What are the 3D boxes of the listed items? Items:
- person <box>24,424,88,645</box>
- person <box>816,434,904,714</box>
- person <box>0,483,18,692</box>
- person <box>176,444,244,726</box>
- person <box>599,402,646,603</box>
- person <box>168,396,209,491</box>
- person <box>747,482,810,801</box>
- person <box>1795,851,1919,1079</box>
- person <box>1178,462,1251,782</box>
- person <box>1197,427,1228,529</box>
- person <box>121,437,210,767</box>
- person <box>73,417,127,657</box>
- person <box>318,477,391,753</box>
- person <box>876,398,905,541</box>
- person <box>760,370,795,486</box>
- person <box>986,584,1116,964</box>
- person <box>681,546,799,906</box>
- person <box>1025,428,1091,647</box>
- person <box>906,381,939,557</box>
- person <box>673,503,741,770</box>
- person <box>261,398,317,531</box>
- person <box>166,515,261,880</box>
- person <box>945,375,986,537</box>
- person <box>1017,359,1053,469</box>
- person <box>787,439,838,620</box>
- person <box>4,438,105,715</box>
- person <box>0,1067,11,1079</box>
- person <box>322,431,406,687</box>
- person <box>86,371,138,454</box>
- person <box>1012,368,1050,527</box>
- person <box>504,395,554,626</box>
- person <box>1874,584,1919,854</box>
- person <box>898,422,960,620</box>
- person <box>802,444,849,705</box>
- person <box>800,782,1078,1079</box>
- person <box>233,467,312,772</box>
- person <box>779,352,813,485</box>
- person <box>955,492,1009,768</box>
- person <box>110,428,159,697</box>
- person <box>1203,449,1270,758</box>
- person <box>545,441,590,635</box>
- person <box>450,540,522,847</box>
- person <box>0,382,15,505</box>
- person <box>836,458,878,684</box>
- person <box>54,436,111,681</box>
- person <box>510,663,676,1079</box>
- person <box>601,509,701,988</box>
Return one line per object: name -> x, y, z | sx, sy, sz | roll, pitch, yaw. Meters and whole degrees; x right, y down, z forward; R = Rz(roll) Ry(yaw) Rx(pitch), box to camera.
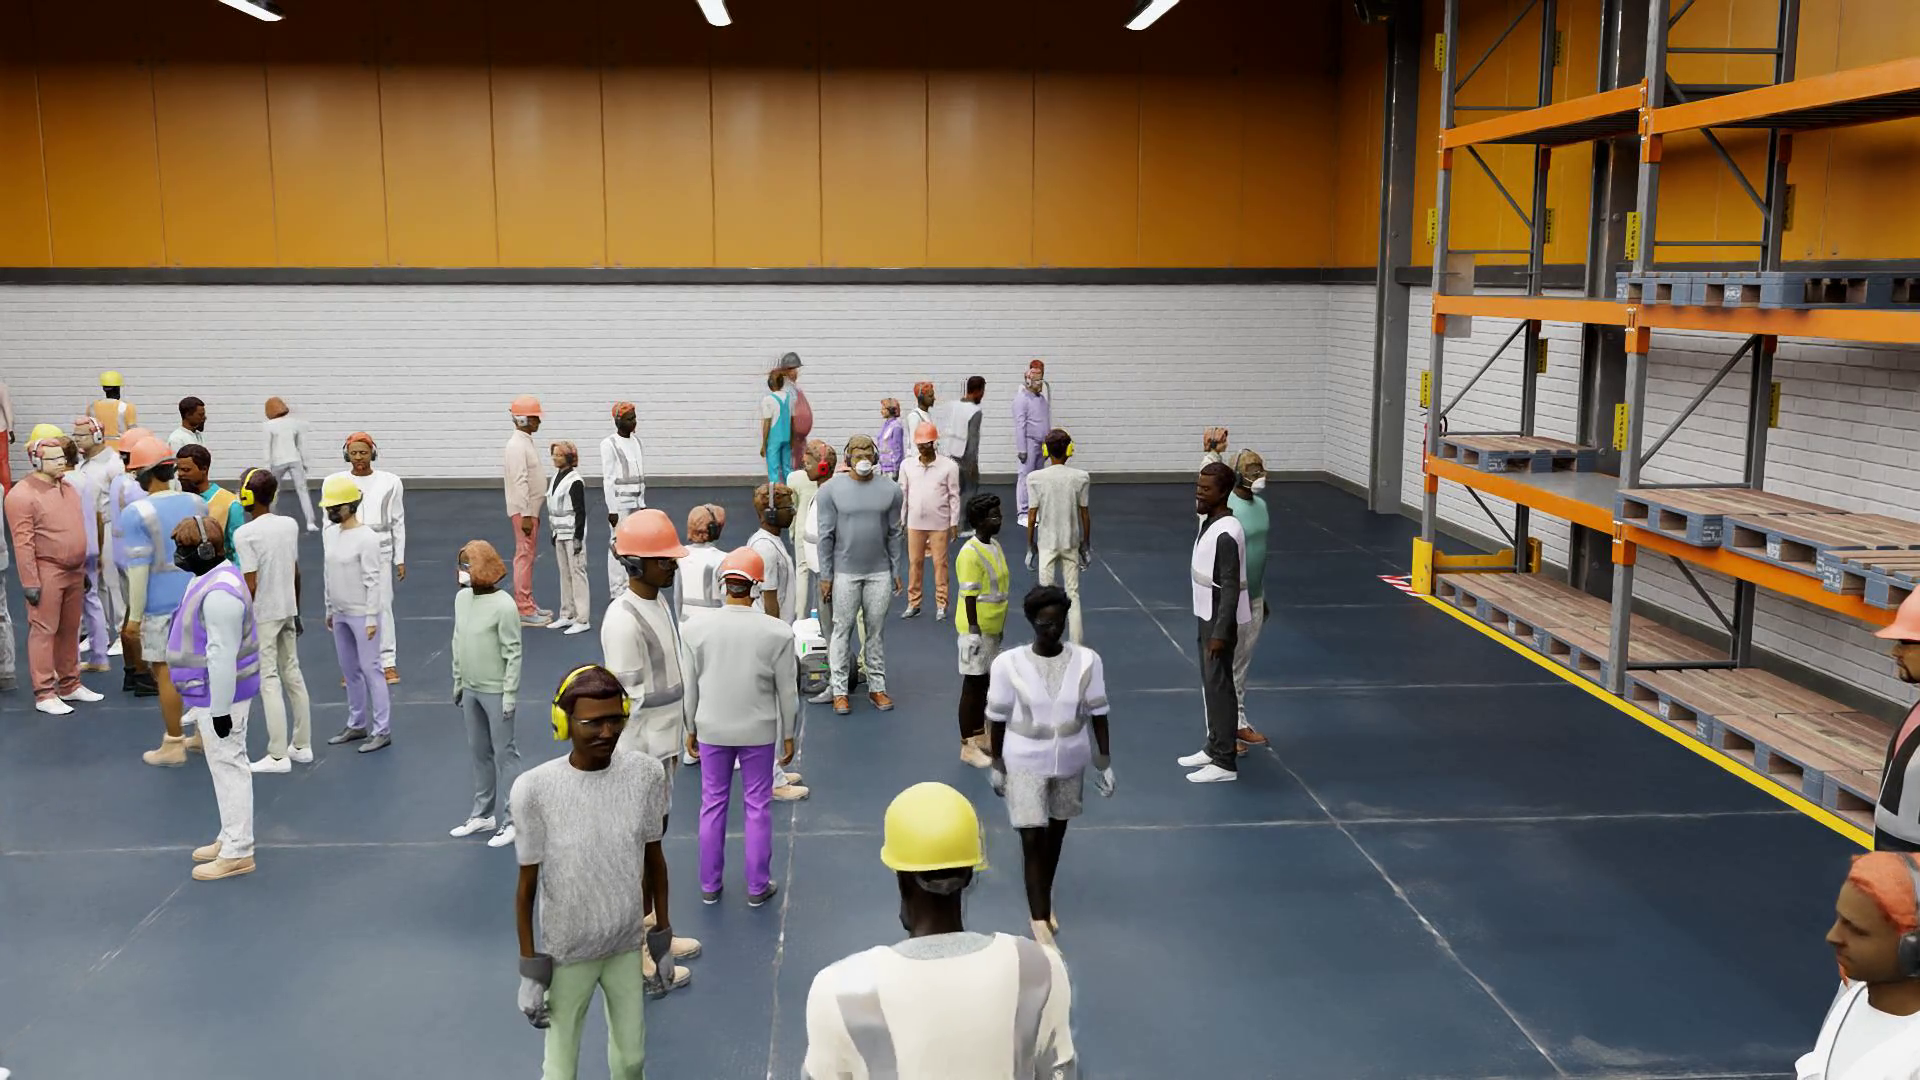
person -> -7.334, -0.034, 13.522 | 0.403, 1.830, 0.599 | -7, 12, -38
person -> -0.683, 0.231, 11.531 | 0.632, 1.940, 0.372 | -3, 10, -21
person -> -7.010, 0.183, 11.831 | 0.416, 1.940, 0.607 | 0, 9, -1
person -> -5.025, 0.304, 11.134 | 0.595, 1.917, 0.373 | 3, 10, 18
person -> -3.032, -0.313, 15.119 | 0.355, 1.883, 0.575 | 3, 10, 19
person -> -7.149, -0.376, 15.444 | 0.384, 1.910, 0.594 | -1, 9, -5
person -> -1.074, 0.580, 9.630 | 0.346, 1.846, 0.506 | -2, 9, -12
person -> 1.875, 1.546, 3.447 | 0.355, 1.882, 0.576 | 1, 9, 8
person -> 1.542, 0.486, 9.976 | 0.379, 1.920, 0.596 | 0, 9, 0
person -> 2.326, -0.219, 15.292 | 0.307, 1.640, 0.520 | 3, 9, 16
person -> -4.908, 0.379, 10.277 | 0.396, 2.038, 0.614 | 4, 10, 21
person -> -6.878, -0.029, 13.258 | 0.651, 1.907, 0.409 | 4, 10, 23
person -> -3.881, 0.470, 10.592 | 0.527, 1.760, 0.333 | 6, 11, 35
person -> -0.782, -0.800, 18.936 | 0.307, 1.640, 0.520 | -3, 10, -21
person -> -2.295, -1.217, 20.909 | 0.335, 1.845, 0.513 | 9, 12, 43
person -> 0.419, 1.029, 7.357 | 0.552, 1.654, 0.835 | -2, 9, -14
person -> -1.051, 0.895, 7.995 | 0.569, 1.738, 0.352 | 0, 9, 2
person -> 0.754, 0.071, 12.769 | 0.513, 1.865, 0.328 | -1, 9, -4
person -> -0.393, -0.770, 17.989 | 0.356, 1.883, 0.573 | 2, 9, 12
person -> -1.549, 0.596, 10.166 | 0.515, 1.641, 0.314 | 8, 12, 40
person -> -7.997, -0.888, 19.675 | 0.890, 1.574, 0.578 | 7, 12, 38
person -> -3.763, 0.783, 8.409 | 0.429, 1.837, 0.623 | -5, 10, -27
person -> -0.025, -0.945, 19.077 | 0.680, 1.883, 0.653 | -5, 10, -28
person -> 1.035, -1.541, 22.861 | 0.588, 1.874, 0.348 | -7, 12, -38
person -> -1.243, -0.055, 14.310 | 0.493, 1.626, 0.283 | 1, 9, 5
person -> -6.279, 0.240, 11.570 | 0.409, 1.909, 0.641 | 1, 9, 5
person -> -3.768, 1.150, 6.025 | 0.329, 1.858, 0.518 | 3, 10, 18
person -> -4.385, 0.142, 12.267 | 0.575, 1.883, 0.355 | -3, 10, -20
person -> -9.719, -0.982, 19.170 | 0.586, 1.930, 0.359 | 0, 9, 2
person -> 0.892, -1.117, 20.095 | 0.409, 1.909, 0.642 | 5, 10, 30
person -> -3.744, -0.255, 14.409 | 0.379, 1.993, 0.611 | -2, 9, -11
person -> 3.141, 1.146, 5.452 | 0.372, 2.044, 0.607 | 3, 10, 19
person -> -0.286, -0.164, 14.586 | 0.573, 1.748, 0.342 | 2, 9, 14
person -> -0.926, 0.236, 11.782 | 0.375, 1.843, 0.575 | -2, 9, -11
person -> -0.051, 1.491, 3.712 | 0.601, 1.910, 0.468 | -3, 10, -19
person -> -4.212, 0.488, 10.129 | 0.330, 1.872, 0.512 | 3, 10, 18
person -> -2.175, -1.445, 21.730 | 0.666, 2.000, 0.681 | 1, 9, 6
person -> 0.142, 0.546, 10.309 | 0.319, 1.696, 0.532 | 3, 9, 17
person -> -5.899, 0.155, 12.006 | 0.378, 1.935, 0.549 | -8, 12, -39
person -> 1.769, 0.386, 10.553 | 0.370, 1.940, 0.627 | 7, 11, 37
person -> -3.313, -0.024, 14.068 | 0.314, 1.639, 0.514 | -7, 11, -36
person -> -2.527, 0.808, 8.858 | 0.502, 1.633, 0.280 | 7, 11, 36
person -> -12.760, -1.443, 21.871 | 0.609, 1.992, 0.383 | -3, 9, -16
person -> -0.749, 0.192, 12.353 | 0.330, 1.751, 0.563 | -1, 9, -4
person -> -6.639, 0.135, 12.472 | 0.339, 1.833, 0.522 | 3, 10, 20
person -> -1.131, 1.286, 5.169 | 0.503, 1.861, 0.332 | -6, 11, -32
person -> -1.315, 0.879, 7.131 | 0.372, 2.042, 0.615 | 0, 9, 1
